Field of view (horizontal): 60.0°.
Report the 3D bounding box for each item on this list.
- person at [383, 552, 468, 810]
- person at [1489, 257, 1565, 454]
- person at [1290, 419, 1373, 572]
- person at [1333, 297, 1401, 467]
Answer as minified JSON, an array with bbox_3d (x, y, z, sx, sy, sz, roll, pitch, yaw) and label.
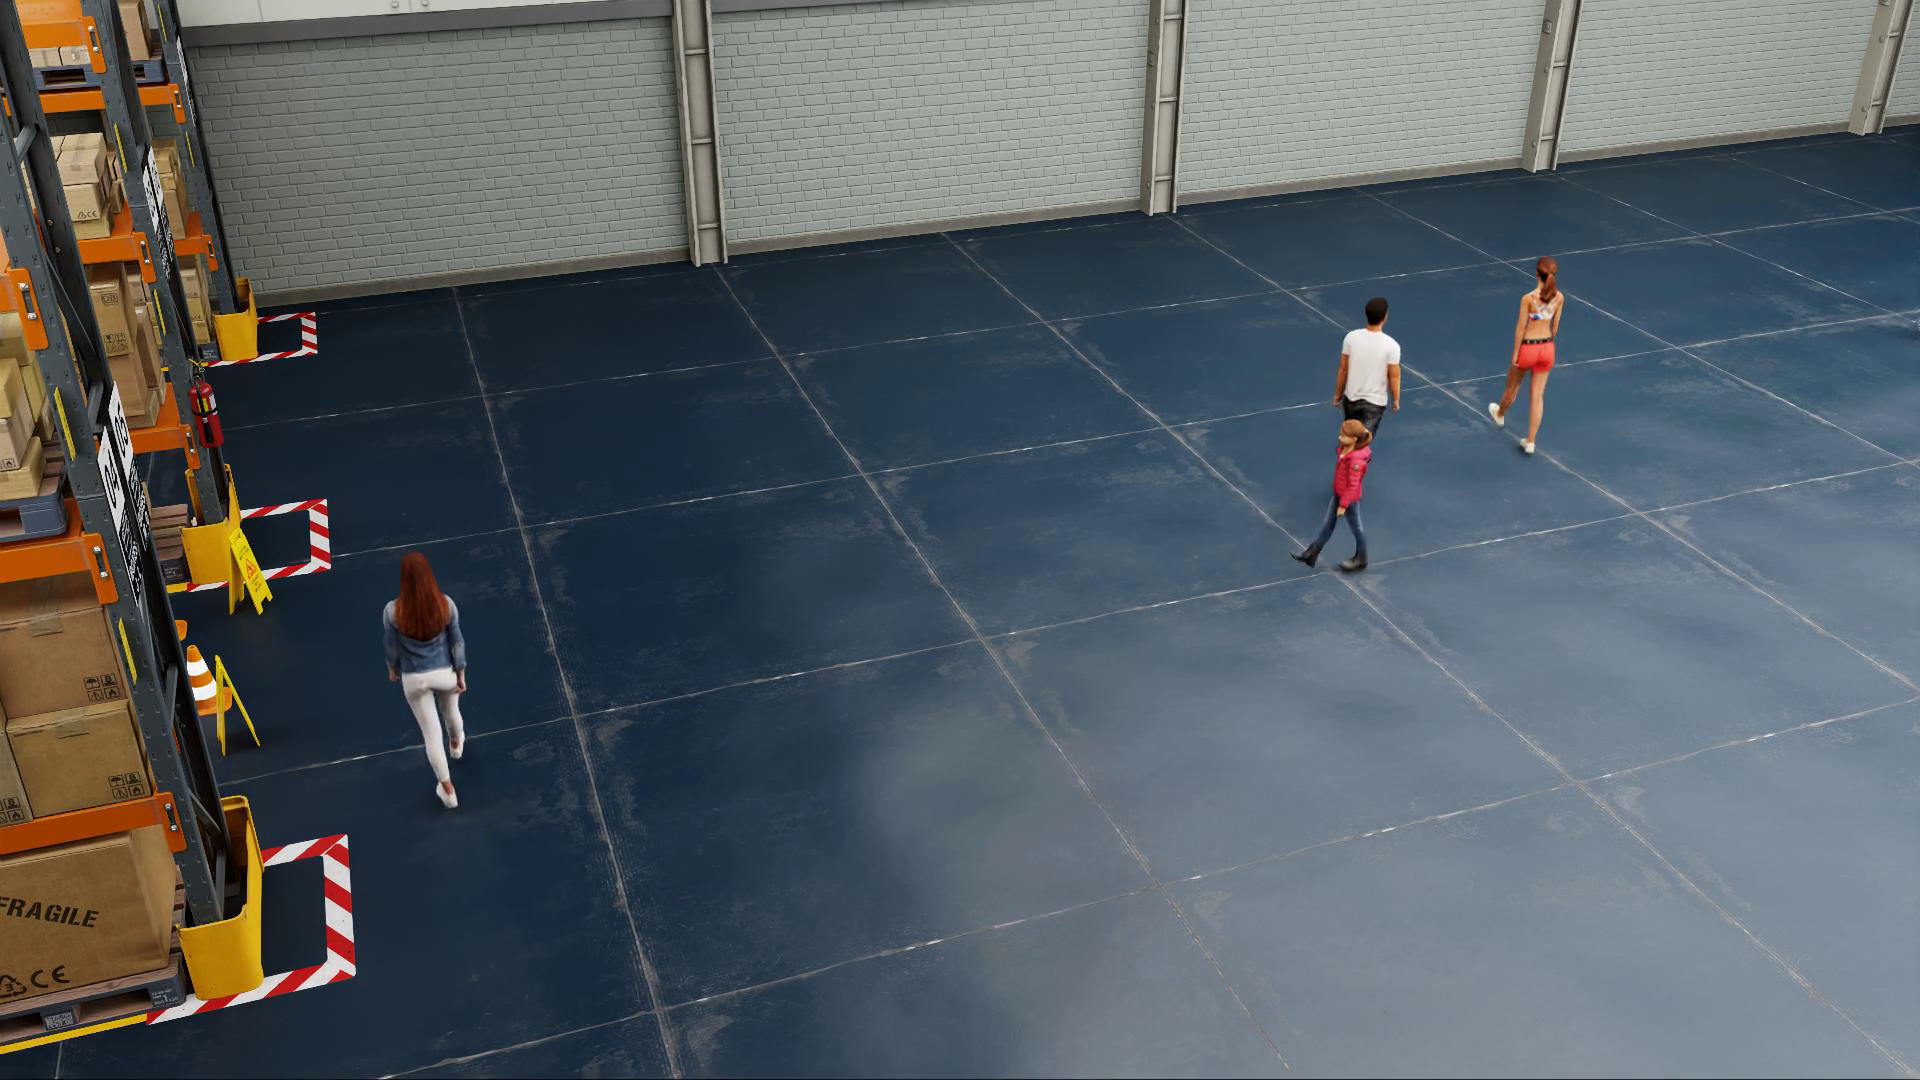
[{"bbox_3d":[-3.262,0.910,10.277,0.935,1.668,0.722,-12,30,-22],"label":"person"},{"bbox_3d":[5.187,-1.621,14.932,1.057,1.758,0.839,-2,28,-3],"label":"person"},{"bbox_3d":[3.097,-0.330,13.007,0.892,1.289,0.628,-4,28,-8],"label":"person"},{"bbox_3d":[3.364,-1.132,14.003,1.031,1.769,1.171,18,33,30],"label":"person"}]
